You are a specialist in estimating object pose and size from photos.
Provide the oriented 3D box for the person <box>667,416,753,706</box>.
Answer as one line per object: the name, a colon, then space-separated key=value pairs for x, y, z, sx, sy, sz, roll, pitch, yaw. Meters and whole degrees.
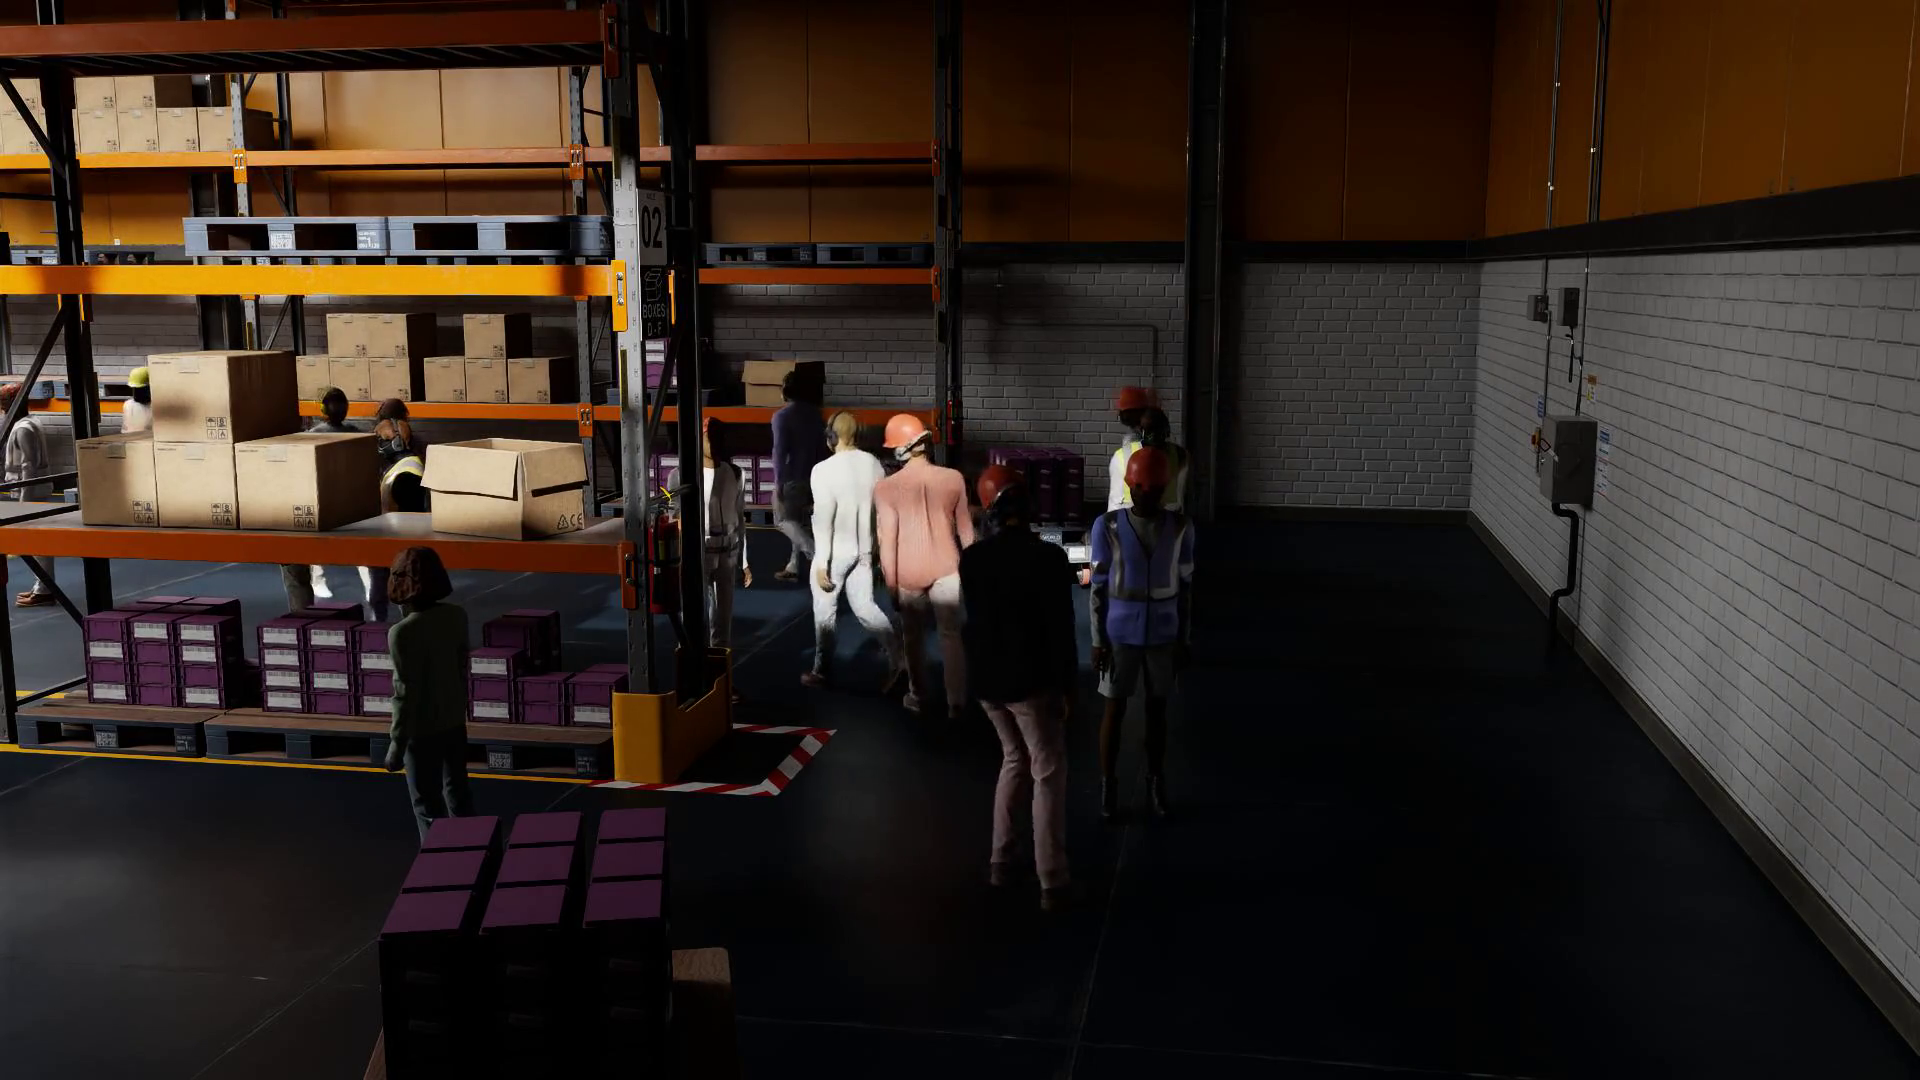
person: x=-1.593 y=0.154 z=10.618 sx=0.572 sy=1.883 sz=0.354 roll=-8 pitch=12 yaw=-40

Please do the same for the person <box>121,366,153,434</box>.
person: x=-7.953 y=-0.792 z=16.488 sx=0.597 sy=1.892 sz=0.896 roll=5 pitch=10 yaw=27

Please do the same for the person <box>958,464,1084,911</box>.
person: x=0.265 y=0.639 z=7.449 sx=0.652 sy=1.941 sz=0.401 roll=9 pitch=13 yaw=44

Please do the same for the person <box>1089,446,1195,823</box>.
person: x=0.926 y=0.483 z=8.434 sx=0.542 sy=1.929 sz=0.374 roll=-1 pitch=9 yaw=-7

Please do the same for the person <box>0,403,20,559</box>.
person: x=-9.618 y=-0.722 z=16.330 sx=0.853 sy=1.808 sz=0.642 roll=3 pitch=10 yaw=20

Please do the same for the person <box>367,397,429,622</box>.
person: x=-4.180 y=-0.123 z=12.308 sx=0.657 sy=1.891 sz=0.661 roll=-4 pitch=10 yaw=-24

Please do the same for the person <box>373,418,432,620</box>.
person: x=-3.714 y=0.101 z=11.107 sx=0.428 sy=1.837 sz=0.625 roll=-3 pitch=10 yaw=-20

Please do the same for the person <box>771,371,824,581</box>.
person: x=-1.416 y=-0.547 z=14.852 sx=0.640 sy=1.922 sz=0.633 roll=7 pitch=11 yaw=37

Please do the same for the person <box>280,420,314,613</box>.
person: x=-4.796 y=-0.028 z=11.888 sx=0.404 sy=1.837 sz=0.595 roll=-3 pitch=10 yaw=-18

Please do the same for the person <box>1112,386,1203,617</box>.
person: x=1.551 y=-0.275 z=13.231 sx=0.832 sy=1.909 sz=0.546 roll=4 pitch=10 yaw=22

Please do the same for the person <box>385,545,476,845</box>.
person: x=-2.288 y=0.833 z=7.174 sx=0.278 sy=1.634 sz=0.498 roll=3 pitch=10 yaw=18

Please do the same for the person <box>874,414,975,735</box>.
person: x=-0.182 y=0.197 z=10.169 sx=0.682 sy=1.945 sz=1.002 roll=-2 pitch=9 yaw=-13

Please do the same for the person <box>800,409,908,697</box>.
person: x=-0.696 y=0.093 z=10.932 sx=0.903 sy=1.910 sz=0.640 roll=9 pitch=12 yaw=43

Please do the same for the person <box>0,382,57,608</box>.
person: x=-7.797 y=-0.382 z=13.930 sx=0.355 sy=1.887 sz=0.572 roll=-4 pitch=10 yaw=-23

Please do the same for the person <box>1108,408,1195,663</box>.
person: x=1.366 y=-0.022 z=11.836 sx=0.633 sy=1.841 sz=0.429 roll=-1 pitch=9 yaw=-6

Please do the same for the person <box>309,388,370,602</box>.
person: x=-5.267 y=-0.375 z=14.117 sx=0.957 sy=1.817 sz=0.533 roll=8 pitch=12 yaw=41
